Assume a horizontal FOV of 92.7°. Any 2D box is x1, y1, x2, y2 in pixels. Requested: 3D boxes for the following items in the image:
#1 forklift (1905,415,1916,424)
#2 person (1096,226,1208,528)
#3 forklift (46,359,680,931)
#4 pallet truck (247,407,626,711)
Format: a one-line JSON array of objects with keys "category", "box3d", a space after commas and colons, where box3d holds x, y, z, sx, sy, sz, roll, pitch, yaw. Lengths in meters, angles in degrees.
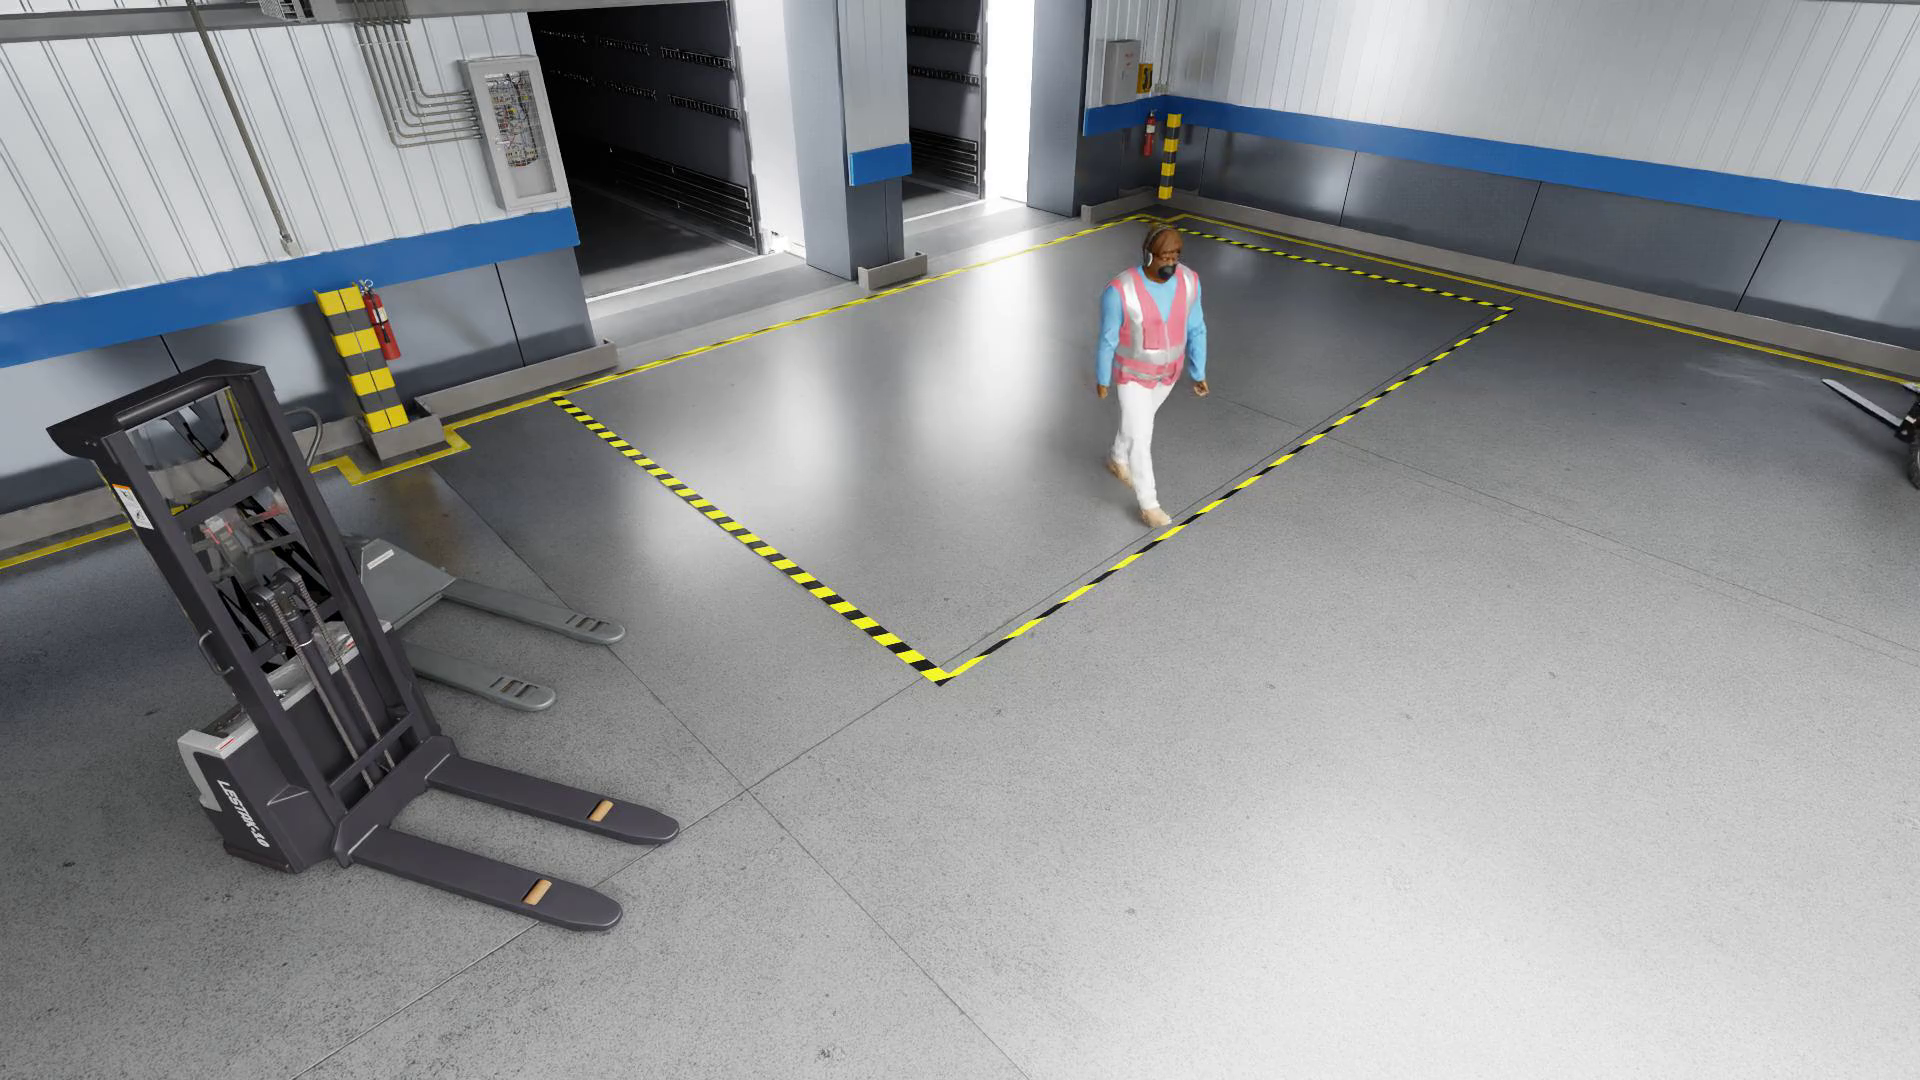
[{"category": "forklift", "box3d": [7.059, -0.778, 4.803, 1.157, 2.036, 2.680, 3, 34, 4]}, {"category": "person", "box3d": [1.194, -0.999, 5.615, 0.646, 1.791, 0.945, -13, 36, -18]}, {"category": "forklift", "box3d": [-2.135, 0.422, 3.354, 1.885, 1.965, 0.823, 10, 35, 14]}, {"category": "pallet truck", "box3d": [-2.628, 0.038, 4.590, 1.601, 1.201, 0.680, 12, 36, 18]}]
